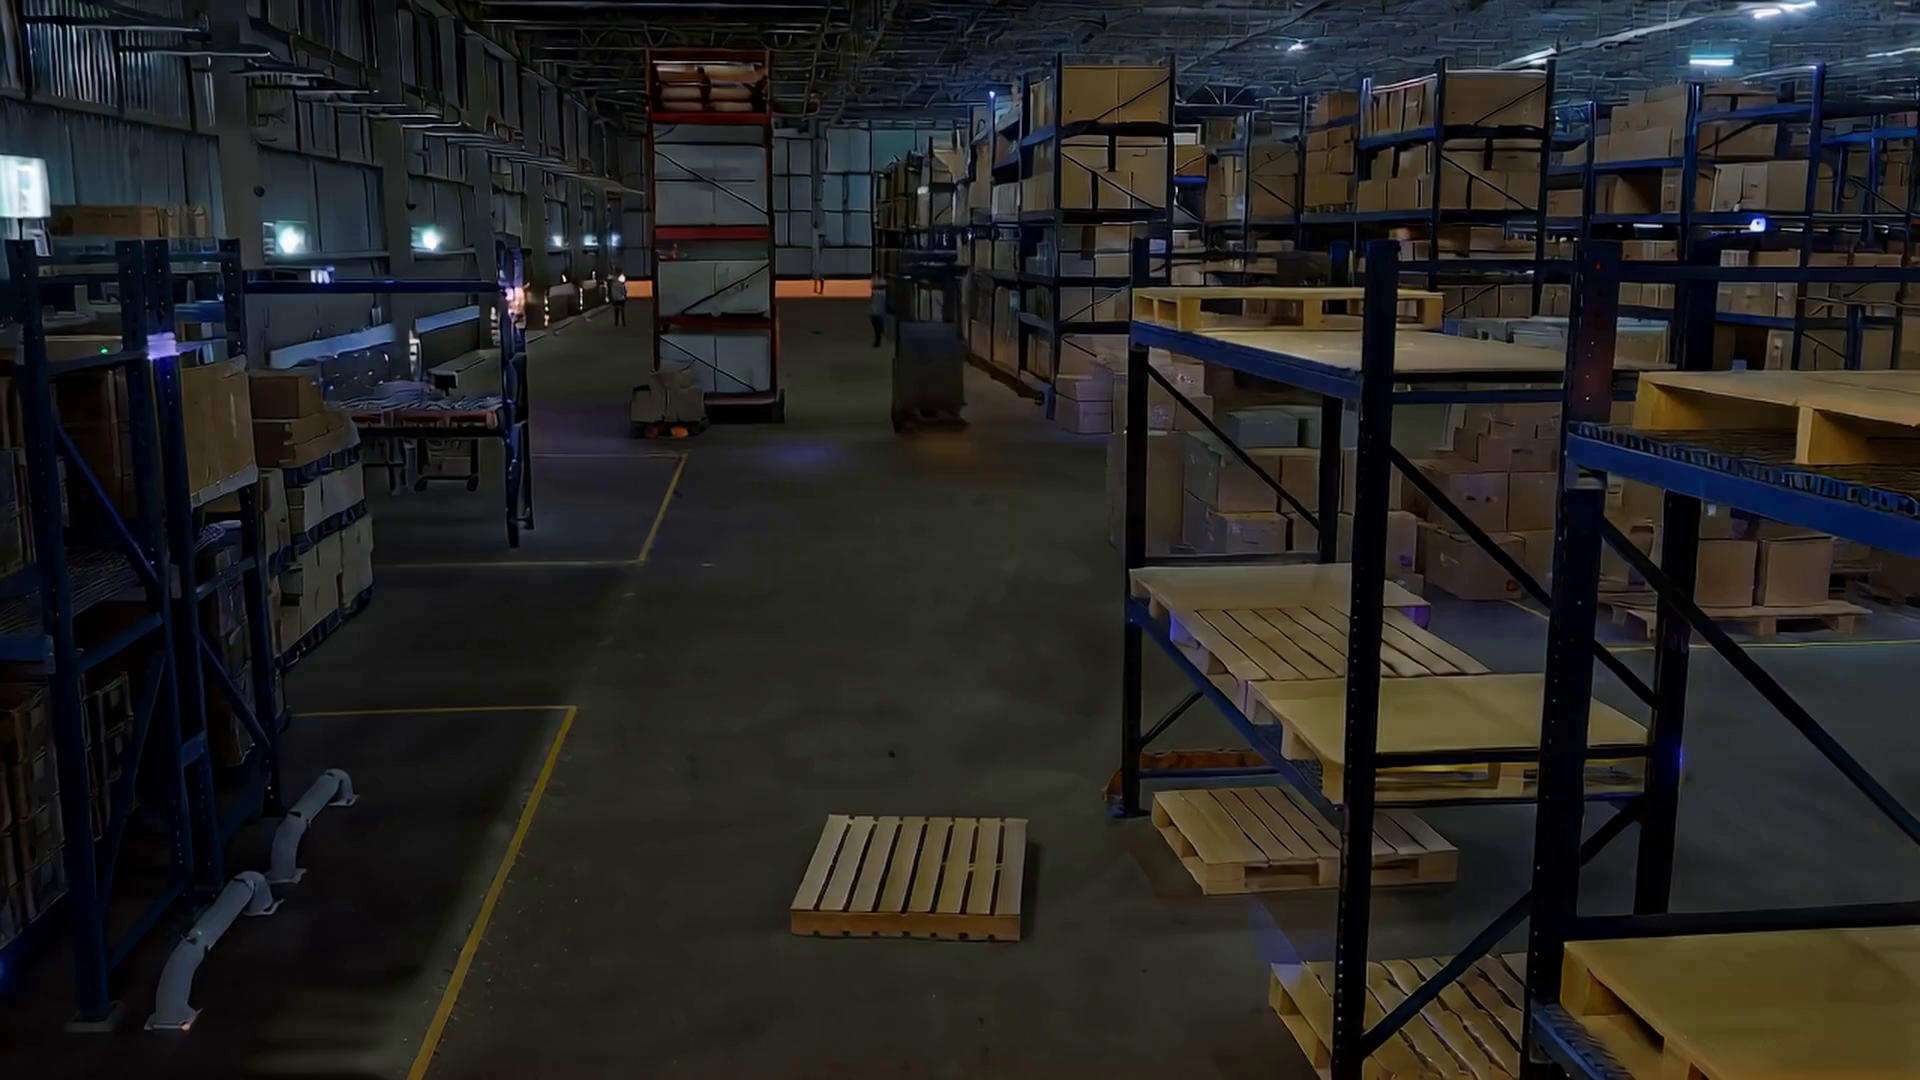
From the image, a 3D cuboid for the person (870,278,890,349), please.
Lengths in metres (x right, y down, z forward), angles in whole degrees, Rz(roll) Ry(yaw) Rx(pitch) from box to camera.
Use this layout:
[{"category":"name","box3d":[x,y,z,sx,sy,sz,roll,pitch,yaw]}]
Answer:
[{"category":"person","box3d":[-2.283,-6.341,46.554,0.467,1.981,0.641,4,11,20]}]

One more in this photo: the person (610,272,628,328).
[{"category":"person","box3d":[-11.772,-8.259,57.362,0.590,1.920,0.399,3,11,15]}]

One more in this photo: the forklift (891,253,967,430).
[{"category":"forklift","box3d":[-0.541,-3.274,27.074,1.129,2.768,1.873,-1,10,-6]}]

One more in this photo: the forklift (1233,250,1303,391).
[{"category":"forklift","box3d":[6.585,-4.452,33.605,1.873,2.768,1.129,-1,10,-6]}]

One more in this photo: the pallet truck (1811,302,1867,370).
[{"category":"pallet truck","box3d":[15.846,-3.142,28.793,1.885,1.965,0.823,2,10,12]}]

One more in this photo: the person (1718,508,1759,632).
[{"category":"person","box3d":[6.132,-0.239,12.924,0.592,1.920,0.392,-10,14,-43]}]
